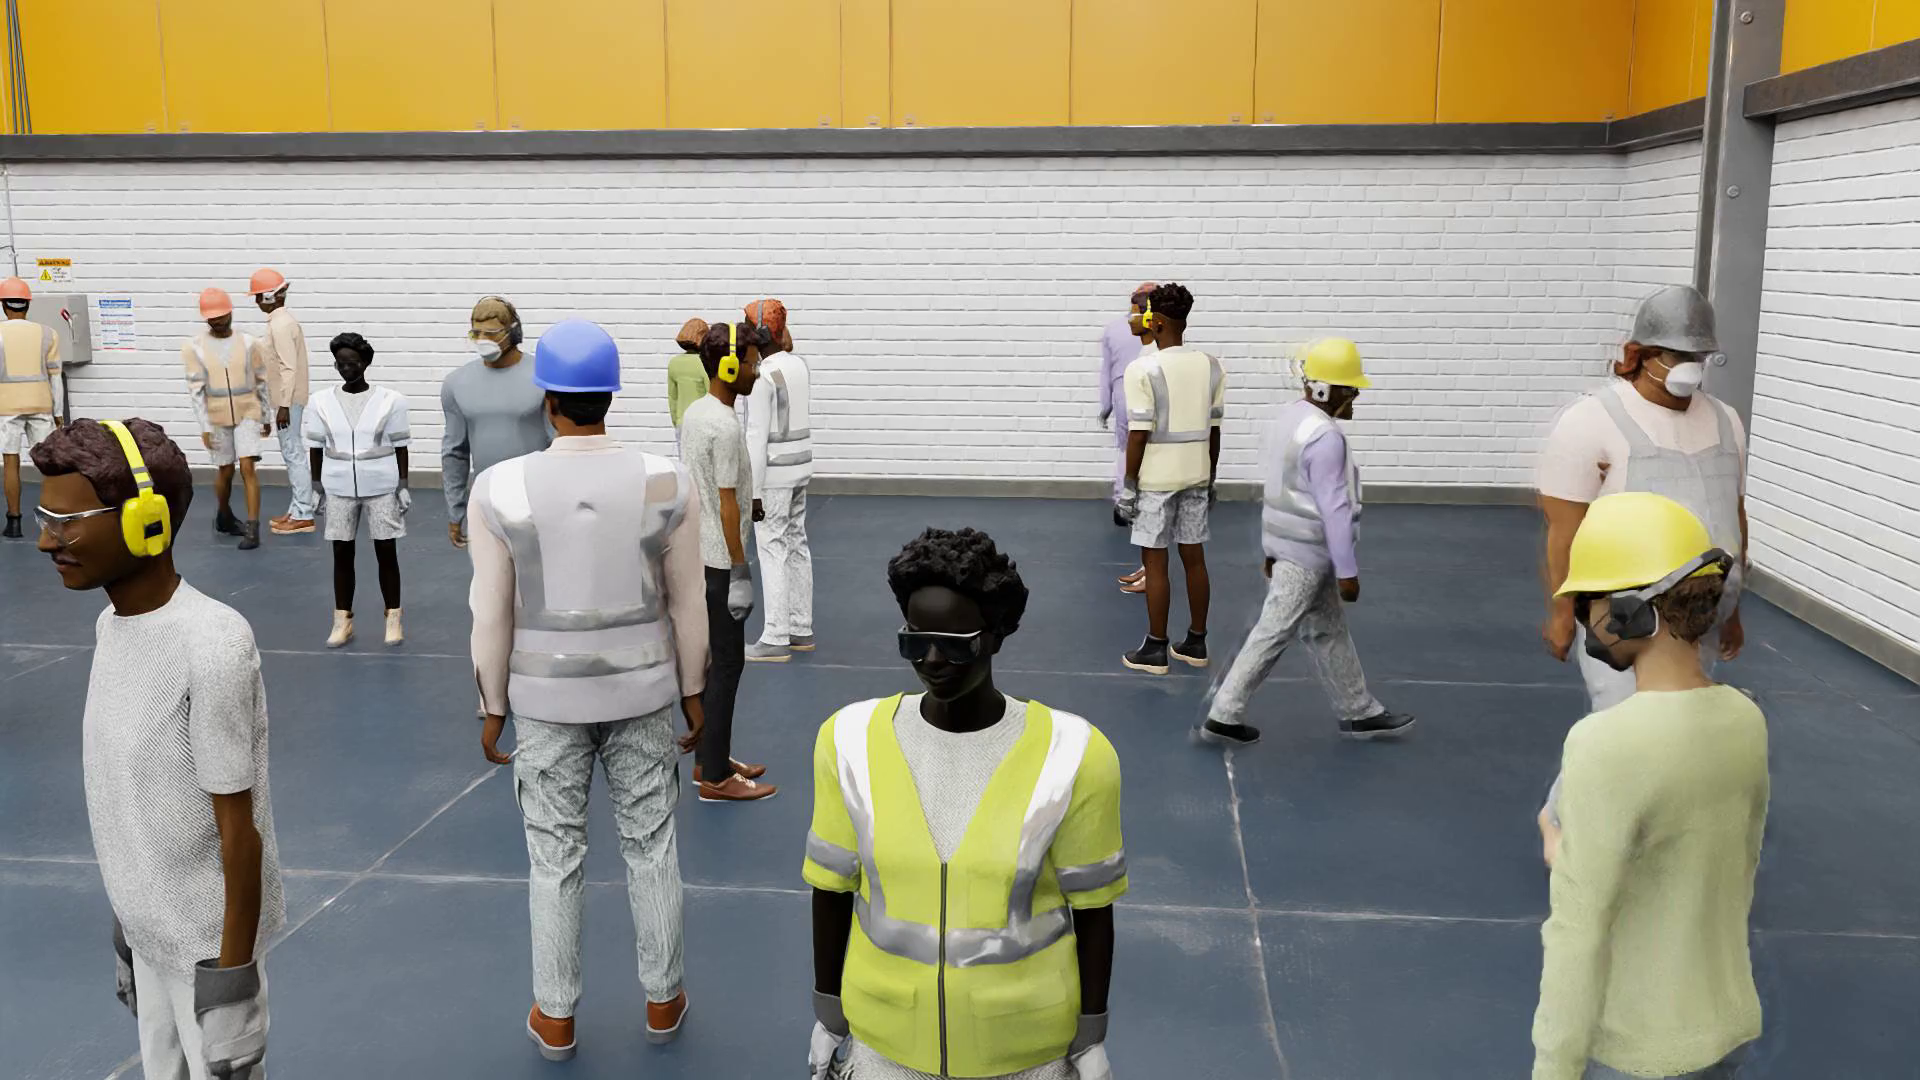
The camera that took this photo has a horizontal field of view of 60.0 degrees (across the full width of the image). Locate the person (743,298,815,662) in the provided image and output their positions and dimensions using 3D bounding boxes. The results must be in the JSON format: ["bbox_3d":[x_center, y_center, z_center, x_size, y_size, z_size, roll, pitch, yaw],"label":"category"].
[{"bbox_3d":[-0.955,-0.305,8.629,0.359,1.880,0.575,4,11,20],"label":"person"}]

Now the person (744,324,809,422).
[{"bbox_3d":[-1.411,-0.891,12.752,0.497,1.608,0.616,-2,10,-13],"label":"person"}]

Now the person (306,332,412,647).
[{"bbox_3d":[-3.209,-0.264,8.909,0.540,1.695,0.317,-2,10,-9],"label":"person"}]

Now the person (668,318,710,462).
[{"bbox_3d":[-1.923,-0.804,12.181,0.497,1.633,0.289,7,12,36],"label":"person"}]

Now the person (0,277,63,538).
[{"bbox_3d":[-6.978,-0.986,12.396,0.542,1.926,0.390,-9,13,-42],"label":"person"}]

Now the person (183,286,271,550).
[{"bbox_3d":[-5.276,-0.893,12.023,0.553,1.884,0.829,-5,11,-26],"label":"person"}]

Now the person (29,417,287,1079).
[{"bbox_3d":[-1.332,0.715,2.848,0.510,1.861,0.323,9,13,41],"label":"person"}]

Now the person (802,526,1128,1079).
[{"bbox_3d":[-0.001,0.812,2.747,0.540,1.695,0.317,2,10,11],"label":"person"}]

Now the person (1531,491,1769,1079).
[{"bbox_3d":[1.140,0.805,2.655,0.560,1.735,0.572,-8,13,-38],"label":"person"}]

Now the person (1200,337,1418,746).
[{"bbox_3d":[1.471,0.031,7.019,0.956,1.771,0.604,0,10,-2],"label":"person"}]

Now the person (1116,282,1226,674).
[{"bbox_3d":[1.058,-0.310,8.399,0.613,1.963,0.362,-6,12,-31],"label":"person"}]

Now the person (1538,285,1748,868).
[{"bbox_3d":[2.251,0.182,5.372,0.683,2.000,0.539,-3,10,-16],"label":"person"}]

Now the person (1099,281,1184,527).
[{"bbox_3d":[1.391,-0.994,12.520,0.683,1.891,0.431,6,11,29],"label":"person"}]

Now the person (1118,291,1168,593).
[{"bbox_3d":[1.161,-0.601,10.338,0.327,1.874,0.520,1,10,6],"label":"person"}]

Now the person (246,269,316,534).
[{"bbox_3d":[-5.107,-1.040,12.526,0.404,1.983,0.616,-4,11,-20],"label":"person"}]

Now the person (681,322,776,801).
[{"bbox_3d":[-0.900,0.092,6.430,0.347,1.857,0.526,-4,11,-21],"label":"person"}]

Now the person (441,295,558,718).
[{"bbox_3d":[-2.028,-0.138,7.536,0.639,1.928,0.373,1,10,7],"label":"person"}]

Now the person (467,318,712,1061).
[{"bbox_3d":[-0.961,0.400,4.377,0.614,1.950,0.376,-3,10,-17],"label":"person"}]
